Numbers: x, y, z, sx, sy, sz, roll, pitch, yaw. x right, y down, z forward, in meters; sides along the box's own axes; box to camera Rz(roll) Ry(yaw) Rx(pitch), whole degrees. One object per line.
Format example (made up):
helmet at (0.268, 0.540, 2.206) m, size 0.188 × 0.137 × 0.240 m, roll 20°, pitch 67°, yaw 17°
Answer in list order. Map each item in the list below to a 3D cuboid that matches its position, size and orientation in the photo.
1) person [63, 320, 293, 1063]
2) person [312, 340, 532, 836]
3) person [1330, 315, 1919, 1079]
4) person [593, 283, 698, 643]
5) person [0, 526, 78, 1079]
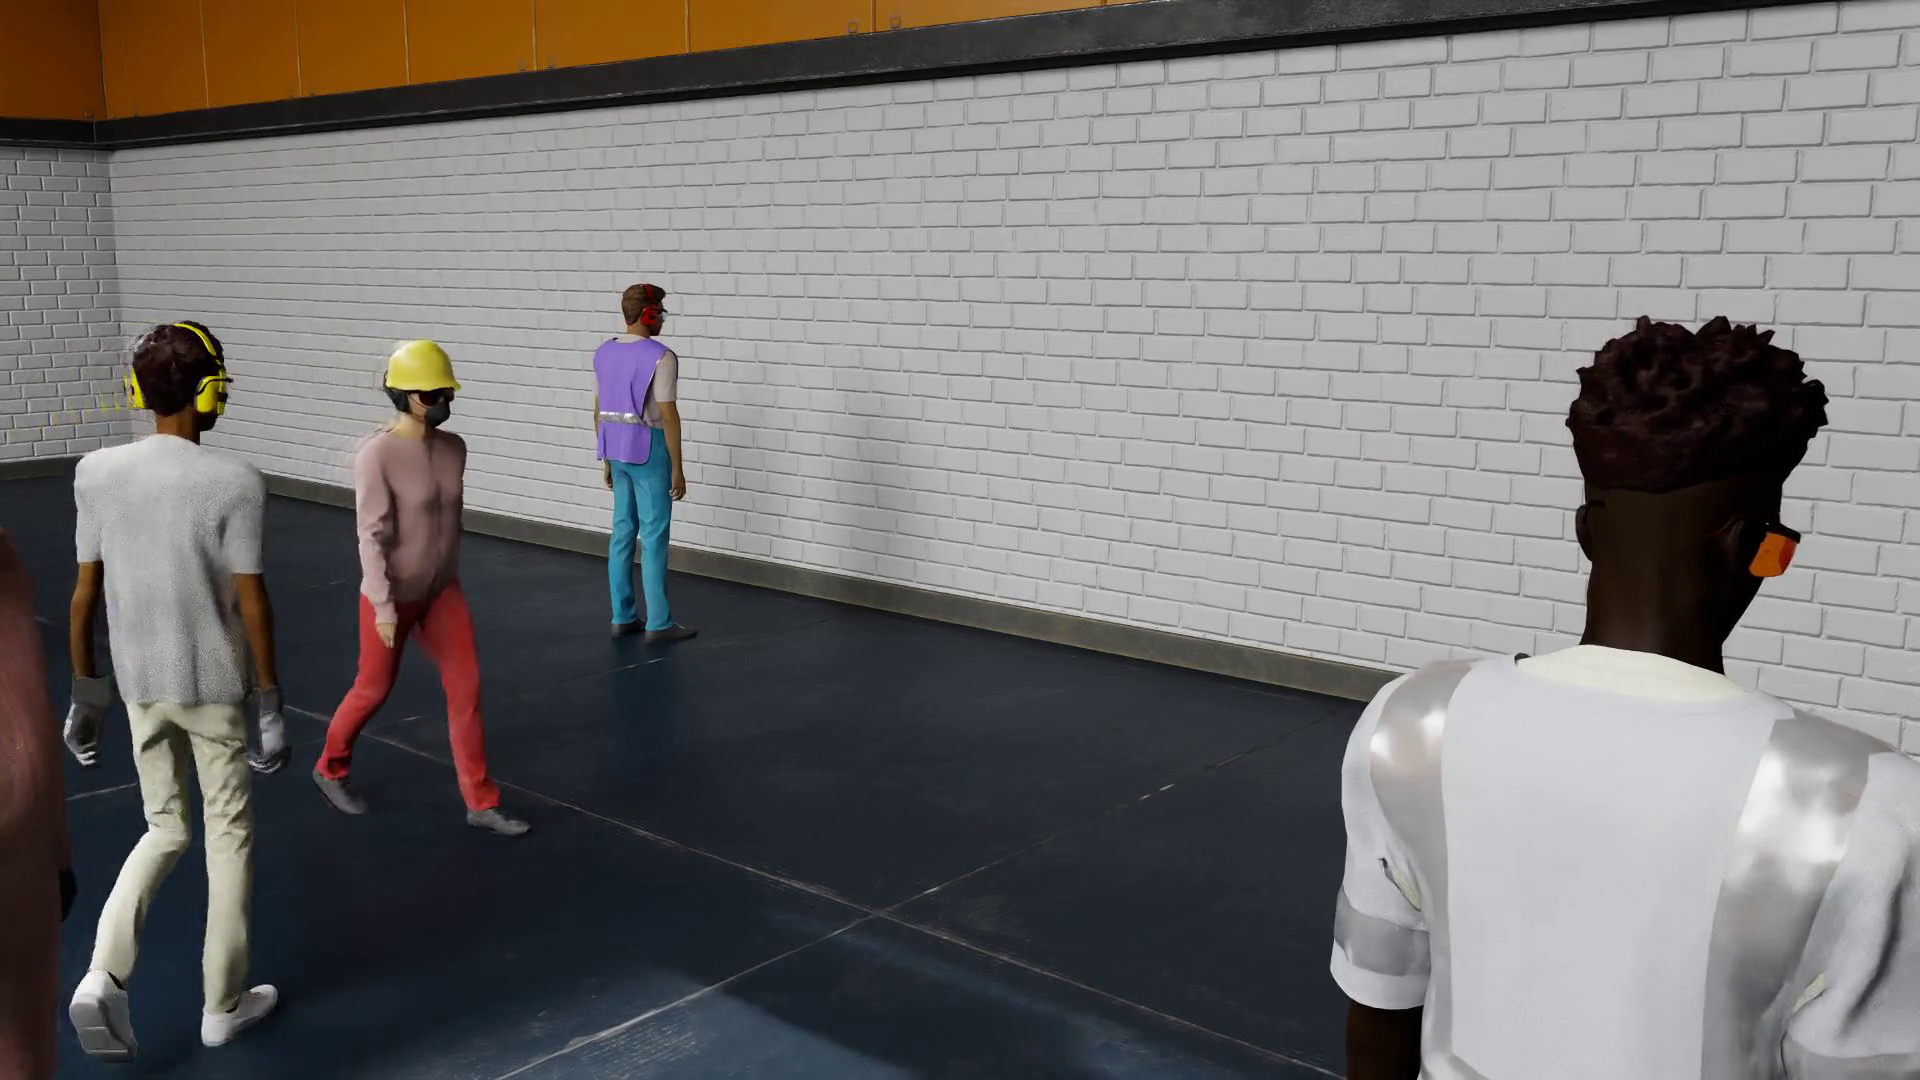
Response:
person at (-1.948, 0.404, 4.056) m, size 0.560 × 1.840 × 0.571 m, roll 1°, pitch 10°, yaw 5°
person at (-1.946, 0.163, 5.769) m, size 0.883 × 1.724 × 0.531 m, roll 5°, pitch 11°, yaw 26°
person at (0.673, 0.757, 1.706) m, size 0.603 × 1.958 × 0.381 m, roll 10°, pitch 14°, yaw 43°
person at (-1.653, -0.389, 8.561) m, size 0.571 × 1.840 × 0.374 m, roll 7°, pitch 12°, yaw 36°
person at (-1.770, 0.594, 2.860) m, size 0.827 × 1.883 × 0.662 m, roll 1°, pitch 10°, yaw 3°
